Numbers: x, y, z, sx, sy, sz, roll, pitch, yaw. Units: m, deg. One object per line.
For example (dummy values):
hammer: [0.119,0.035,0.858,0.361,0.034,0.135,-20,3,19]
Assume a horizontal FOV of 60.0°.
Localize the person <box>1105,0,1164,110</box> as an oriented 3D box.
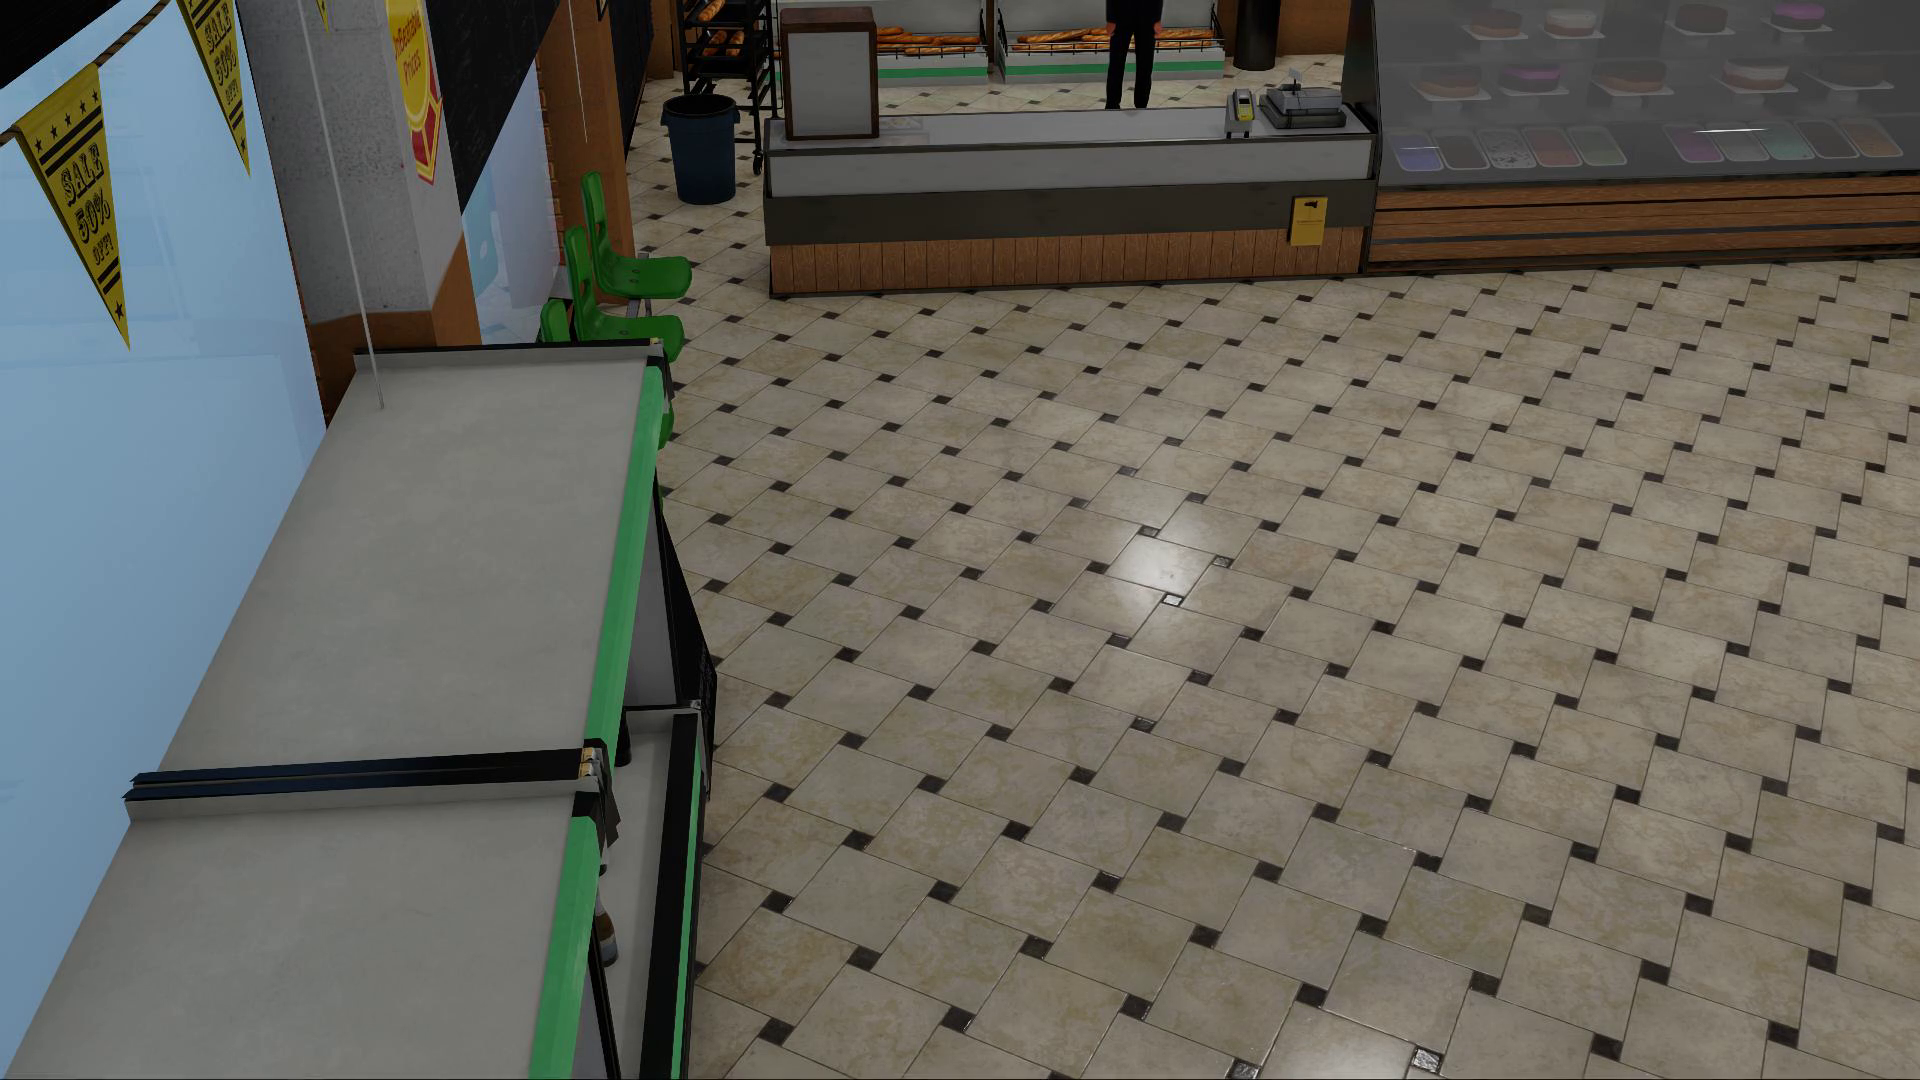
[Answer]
person: [1.417,-4.247,13.479,0.614,1.868,0.570,-3,32,-5]
